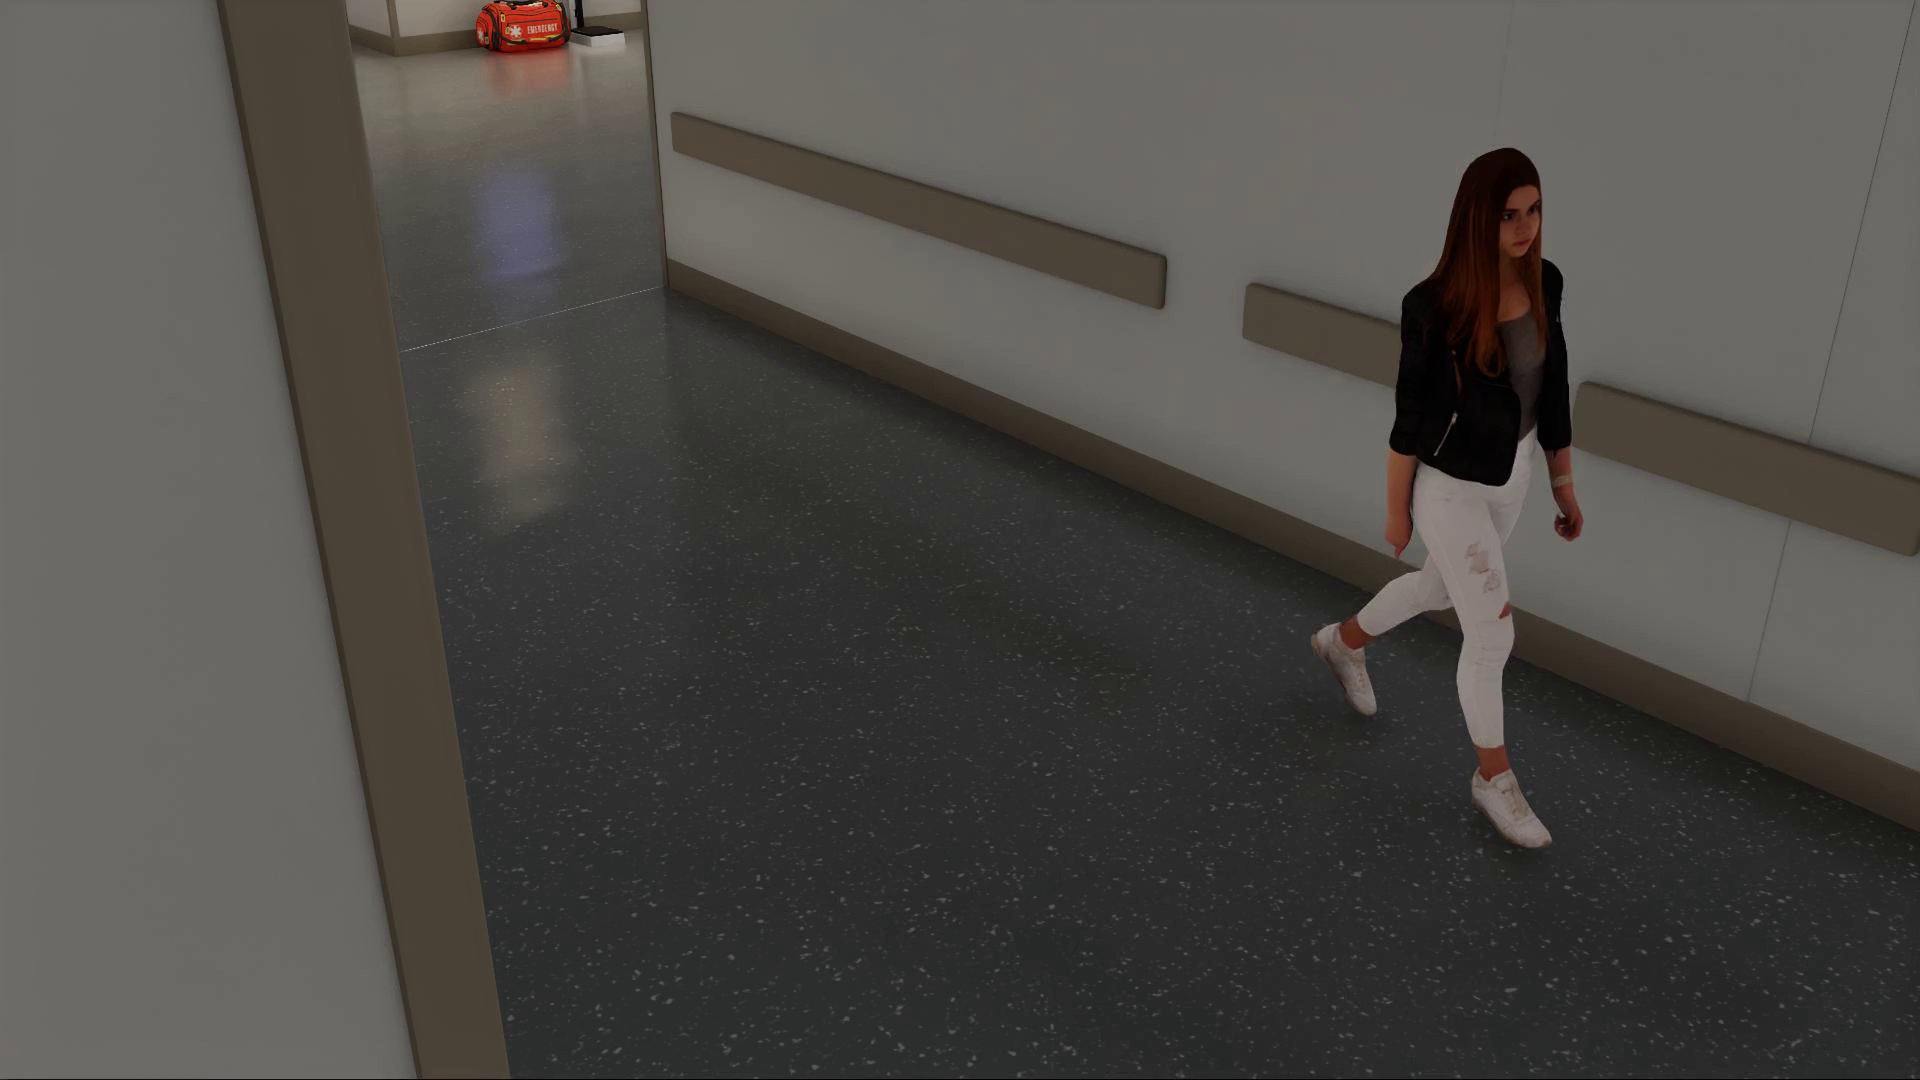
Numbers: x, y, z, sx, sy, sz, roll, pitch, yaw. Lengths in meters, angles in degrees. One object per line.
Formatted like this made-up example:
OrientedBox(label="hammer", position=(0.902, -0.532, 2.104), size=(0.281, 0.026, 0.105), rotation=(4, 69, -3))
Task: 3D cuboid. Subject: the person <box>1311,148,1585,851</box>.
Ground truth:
OrientedBox(label="person", position=(1.190, -0.141, 4.102), size=(1.109, 1.661, 0.770), rotation=(-17, 31, -32))
